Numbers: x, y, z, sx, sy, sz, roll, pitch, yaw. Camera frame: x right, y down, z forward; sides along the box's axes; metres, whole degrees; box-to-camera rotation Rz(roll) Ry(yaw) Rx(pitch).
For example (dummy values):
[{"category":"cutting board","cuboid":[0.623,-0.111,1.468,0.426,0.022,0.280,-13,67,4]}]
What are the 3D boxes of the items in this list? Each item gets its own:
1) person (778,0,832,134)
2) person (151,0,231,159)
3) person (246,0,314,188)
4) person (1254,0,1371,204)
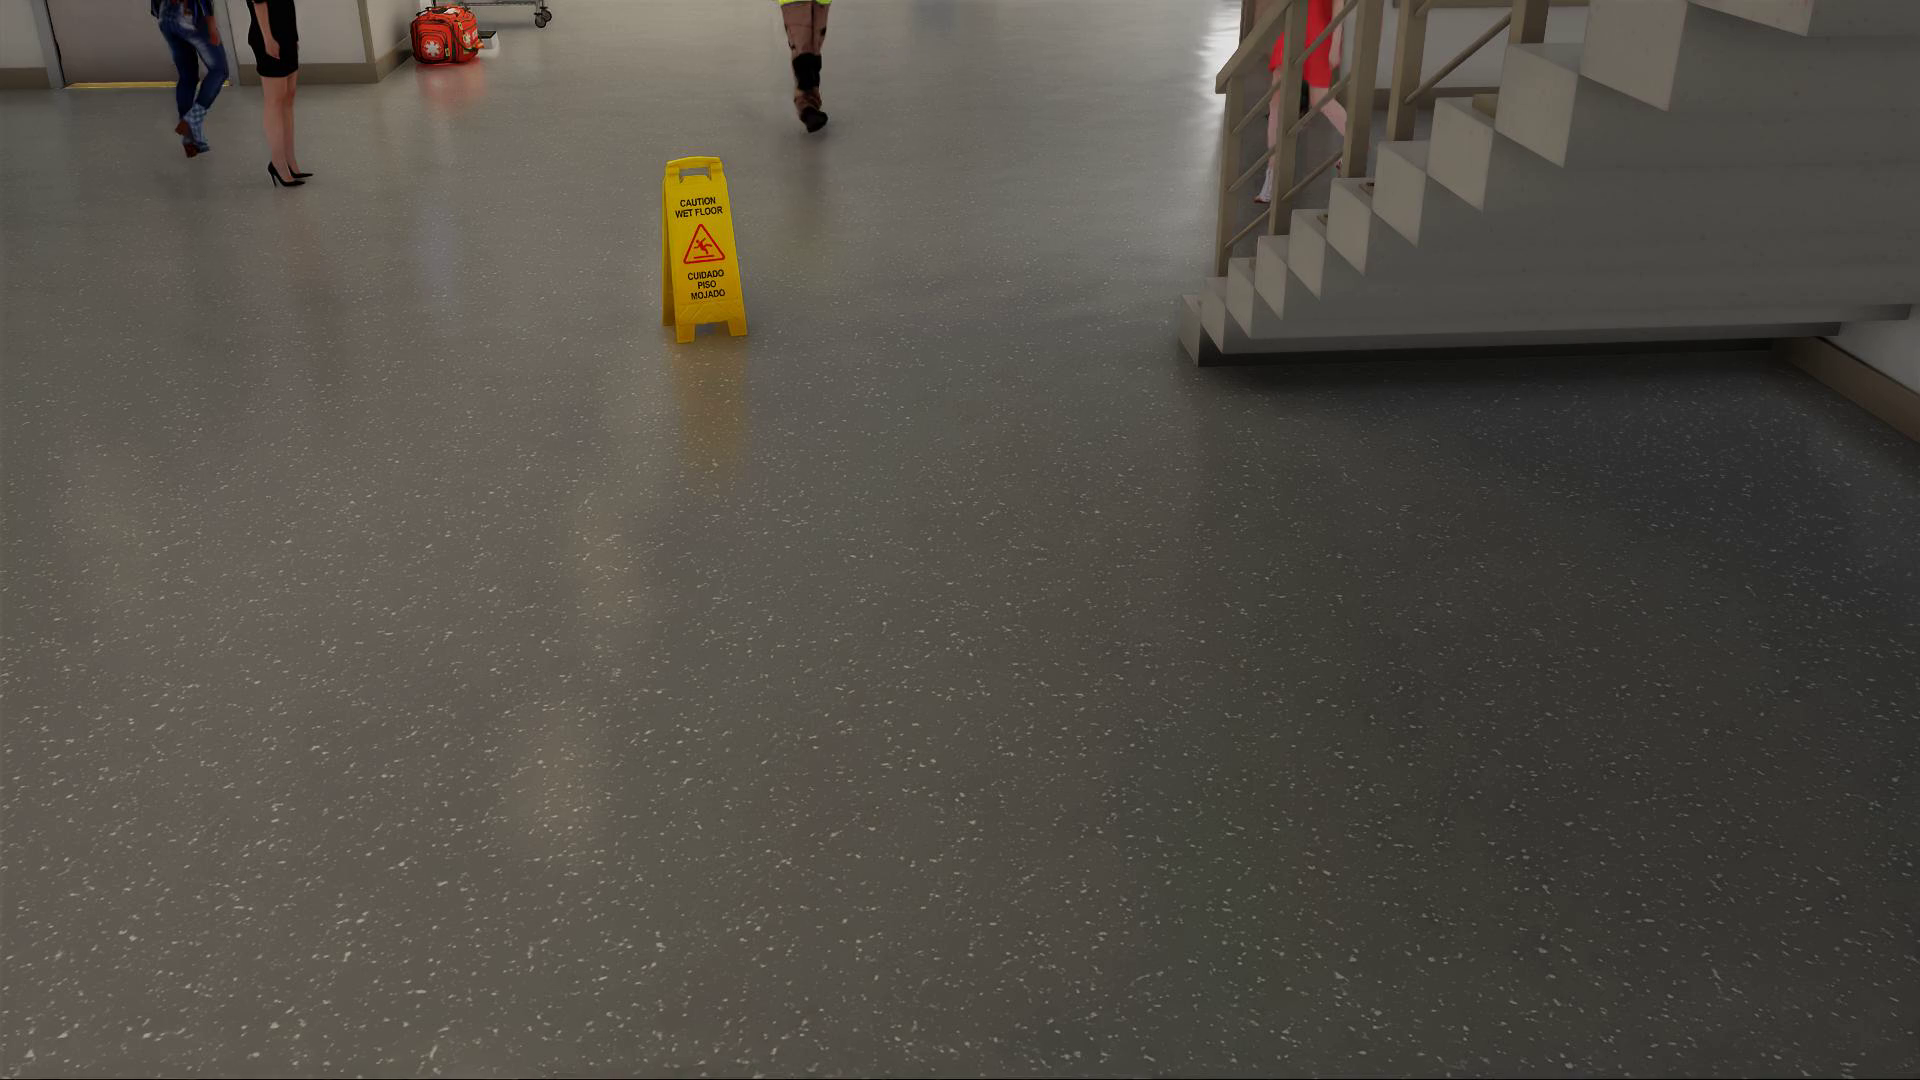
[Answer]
[{"category":"person","cuboid":[-1.063,-3.694,11.170,0.979,1.816,1.149,-15,30,-28]},{"category":"person","cuboid":[-4.838,-3.174,10.327,0.768,1.611,0.798,8,27,15]},{"category":"person","cuboid":[-4.039,-2.938,9.739,0.657,1.696,0.481,0,26,0]},{"category":"person","cuboid":[2.017,-2.790,9.330,1.041,1.785,1.132,-16,30,-29]}]
